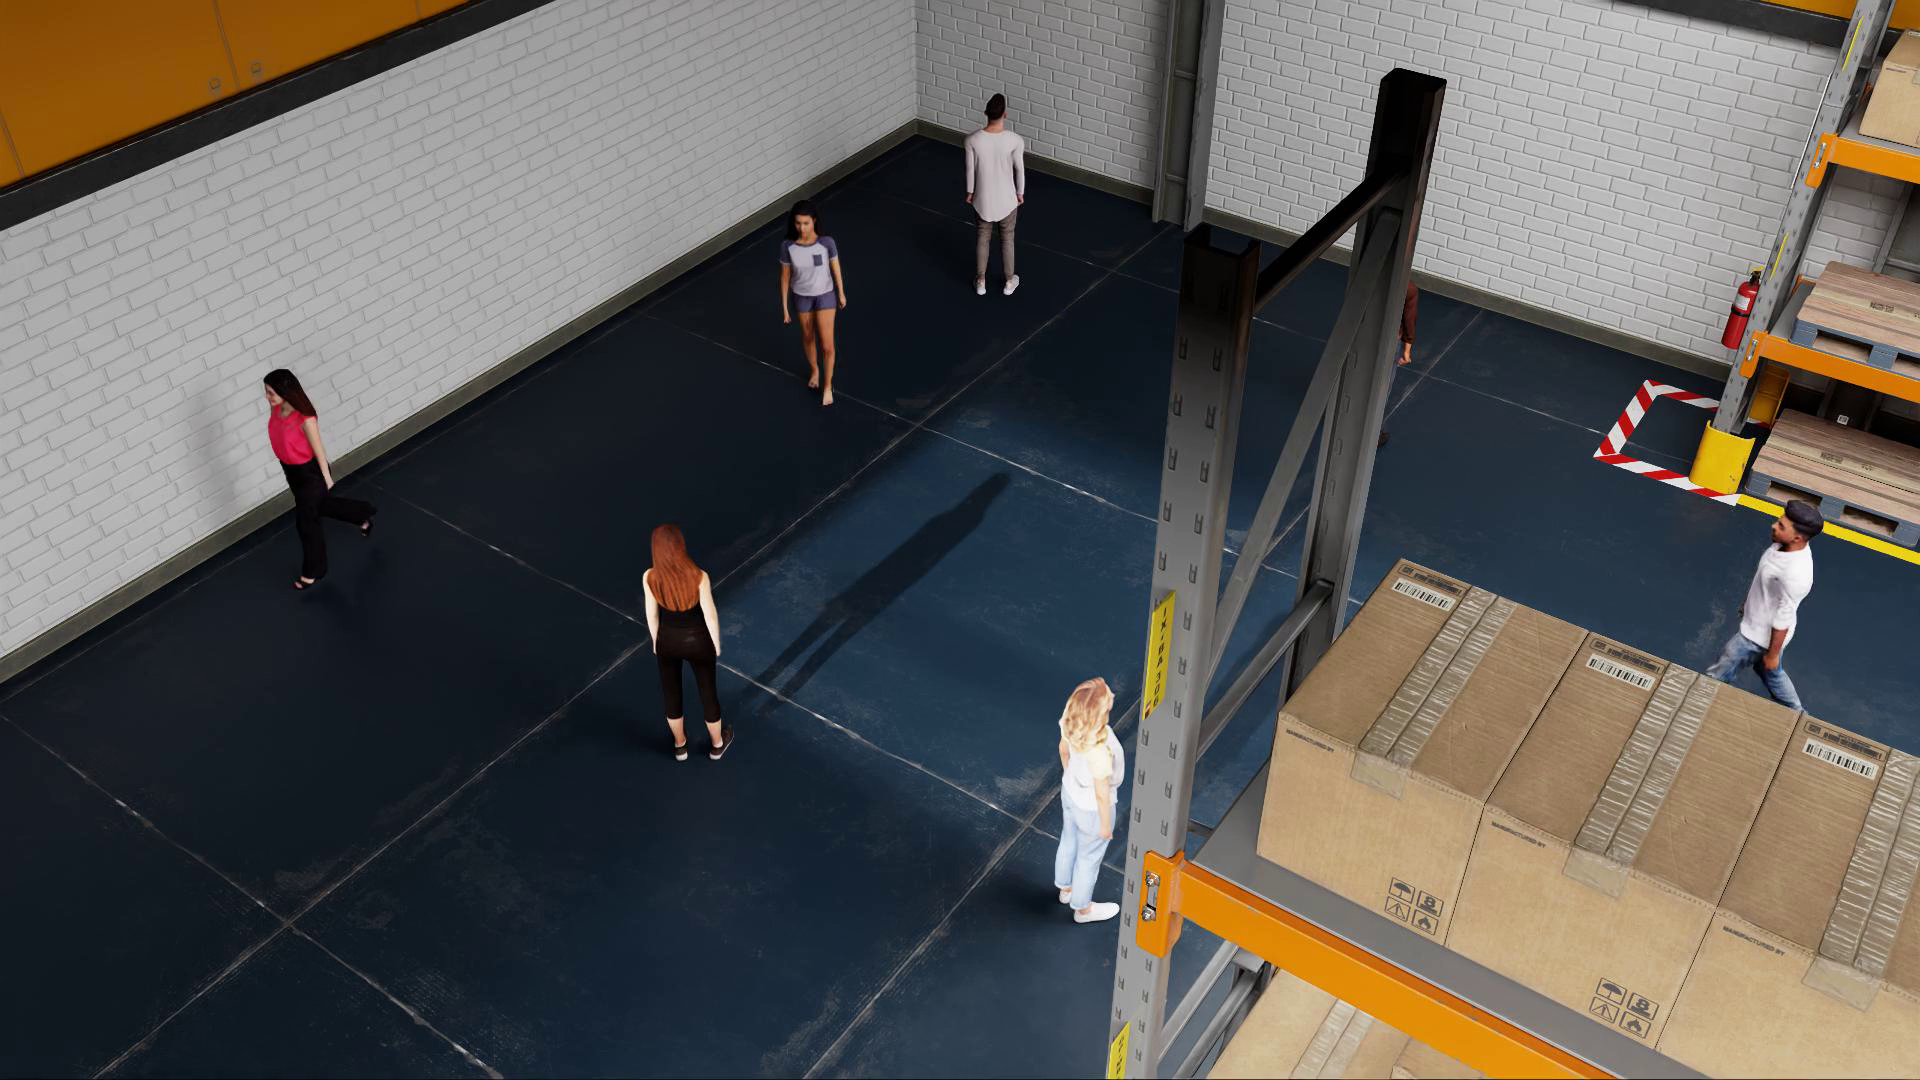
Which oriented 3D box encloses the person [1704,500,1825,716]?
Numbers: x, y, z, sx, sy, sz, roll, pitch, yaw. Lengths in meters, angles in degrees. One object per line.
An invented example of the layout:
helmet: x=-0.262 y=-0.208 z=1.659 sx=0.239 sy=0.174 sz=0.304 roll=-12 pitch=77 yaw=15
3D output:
person: x=4.904 y=0.537 z=9.936 sx=1.210 sy=1.780 sz=0.856 roll=14 pitch=41 yaw=16

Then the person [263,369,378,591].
person: x=-4.379 y=-0.471 z=11.314 sx=0.948 sy=1.634 sz=0.671 roll=26 pitch=45 yaw=28

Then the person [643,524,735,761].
person: x=-1.642 y=0.619 z=9.878 sx=0.608 sy=1.724 sz=0.705 roll=2 pitch=39 yaw=3

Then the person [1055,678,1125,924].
person: x=0.677 y=1.396 z=8.905 sx=0.769 sy=1.723 sz=0.652 roll=-17 pitch=42 yaw=-20

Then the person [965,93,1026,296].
person: x=0.305 y=-2.961 z=14.267 sx=0.689 sy=1.841 sz=0.813 roll=3 pitch=39 yaw=4

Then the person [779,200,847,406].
person: x=-1.149 y=-1.946 z=13.099 sx=0.880 sy=1.712 sz=0.926 roll=0 pitch=39 yaw=0
